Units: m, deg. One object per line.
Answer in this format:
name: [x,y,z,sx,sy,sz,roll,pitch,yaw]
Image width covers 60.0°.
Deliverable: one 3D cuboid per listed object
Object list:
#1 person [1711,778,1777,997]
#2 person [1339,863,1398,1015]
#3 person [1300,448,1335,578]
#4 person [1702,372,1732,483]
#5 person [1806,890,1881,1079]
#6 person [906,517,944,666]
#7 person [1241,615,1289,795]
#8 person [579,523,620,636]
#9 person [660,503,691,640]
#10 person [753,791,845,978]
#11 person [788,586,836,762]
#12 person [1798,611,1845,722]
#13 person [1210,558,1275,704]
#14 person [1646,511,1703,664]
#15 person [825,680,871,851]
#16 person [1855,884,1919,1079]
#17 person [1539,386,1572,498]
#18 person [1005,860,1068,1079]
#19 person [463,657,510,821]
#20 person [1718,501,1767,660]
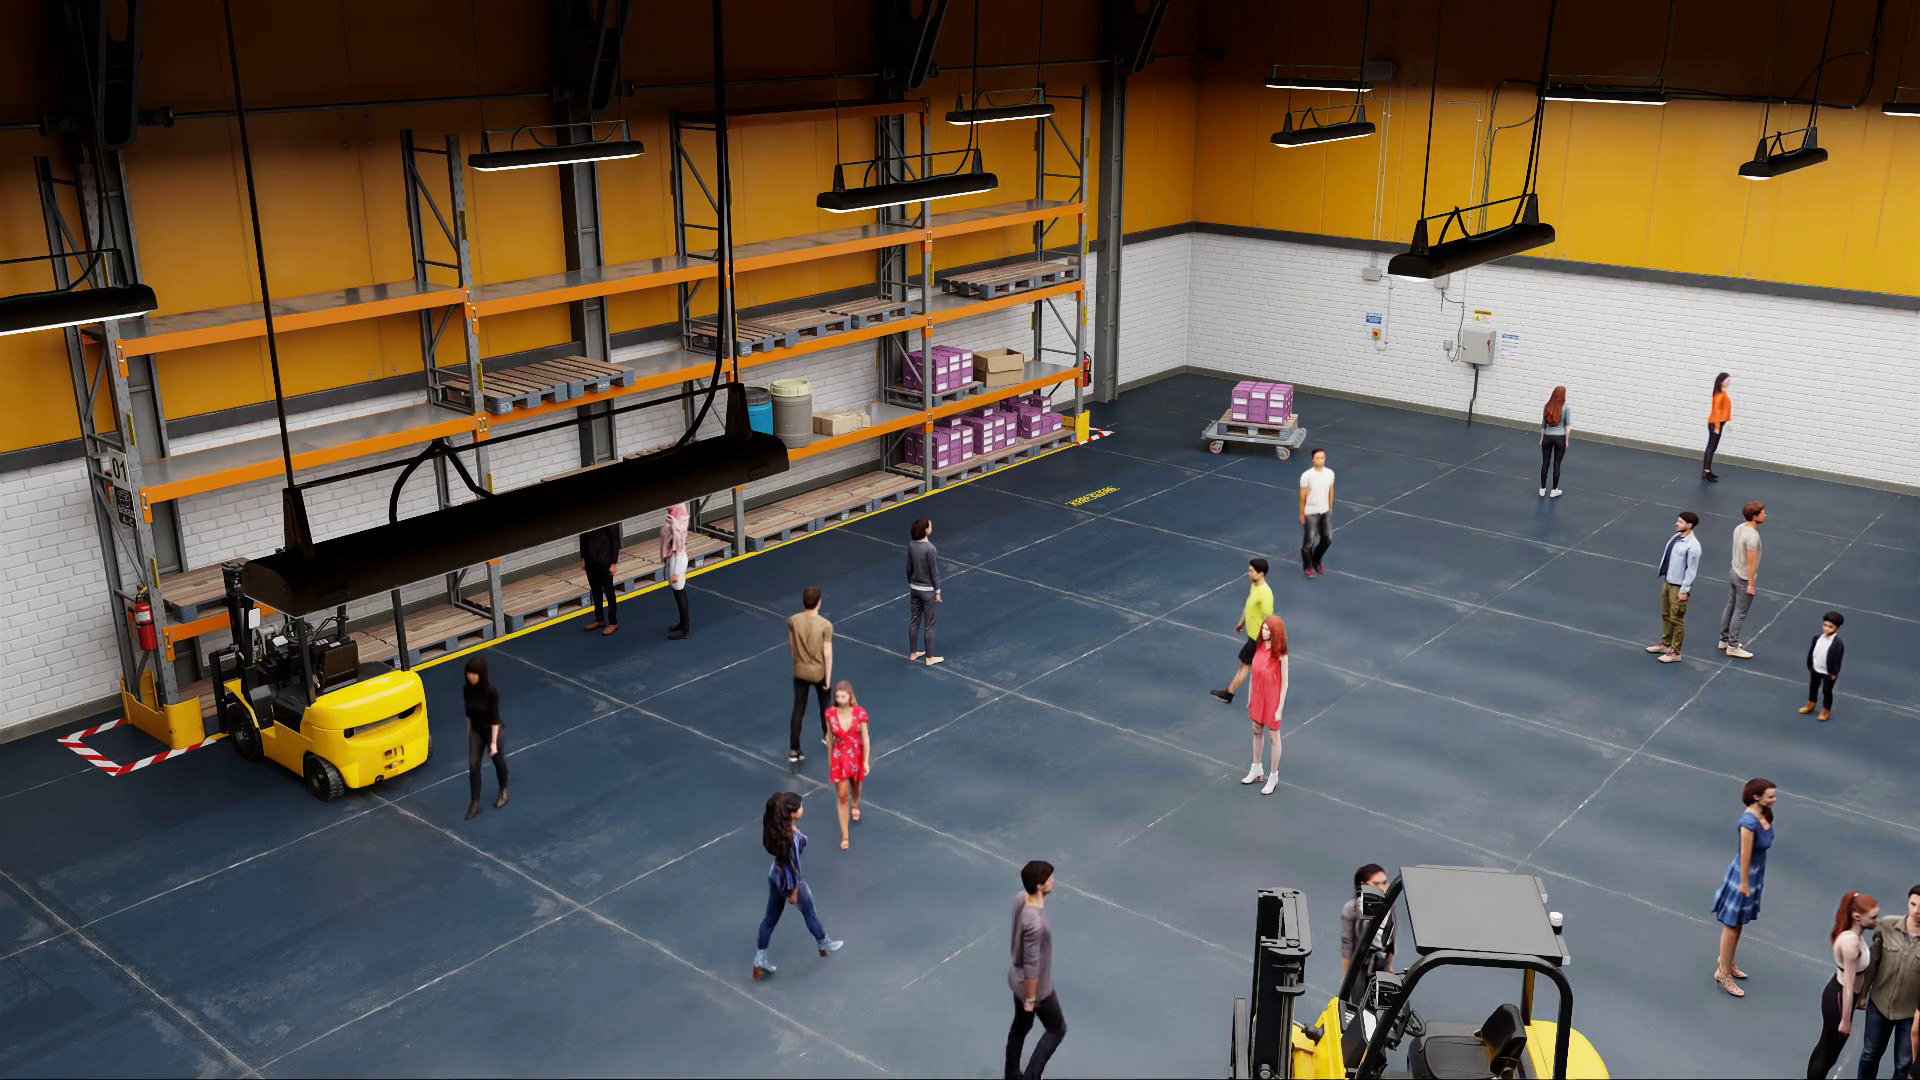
person: [6.176,2.693,13.059,0.754,1.806,0.545,11,22,30]
person: [2.936,3.098,12.055,0.672,1.679,0.774,-8,20,-23]
person: [4.720,-0.382,22.221,0.751,1.786,0.838,-5,19,-14]
person: [12.069,-1.822,26.553,0.716,1.749,0.549,10,21,28]
person: [6.119,3.228,11.569,0.679,1.742,0.494,11,21,29]
person: [-0.426,0.577,19.402,0.610,1.768,0.495,15,24,38]
person: [3.015,1.591,16.297,0.599,1.828,0.643,-12,22,-32]
person: [-4.386,0.223,20.276,0.744,1.881,0.625,10,21,27]
person: [-3.416,0.314,20.128,0.796,1.803,0.735,-2,19,-5]
person: [-1.441,2.757,13.228,1.097,1.576,0.813,-12,22,-32]
person: [-1.568,1.390,16.913,1.018,1.815,1.323,6,19,16]
person: [9.350,1.346,17.978,0.555,1.220,0.561,-10,21,-28]
person: [3.355,1.012,18.275,1.110,1.662,1.083,-1,19,-2]
person: [8.403,0.529,19.474,0.813,1.812,0.747,-1,19,-4]
person: [-1.020,2.019,15.482,1.032,1.537,1.130,-1,19,-2]
person: [6.476,3.202,11.454,0.710,1.865,0.600,17,25,42]
person: [9.184,-1.532,25.703,0.600,1.743,0.574,11,22,31]
person: [0.422,3.115,11.752,0.833,1.839,0.801,-5,19,-15]
person: [-4.500,1.826,15.934,0.801,1.613,0.959,5,19,13]
person: [9.228,0.439,19.606,0.798,1.898,0.703,1,19,3]
